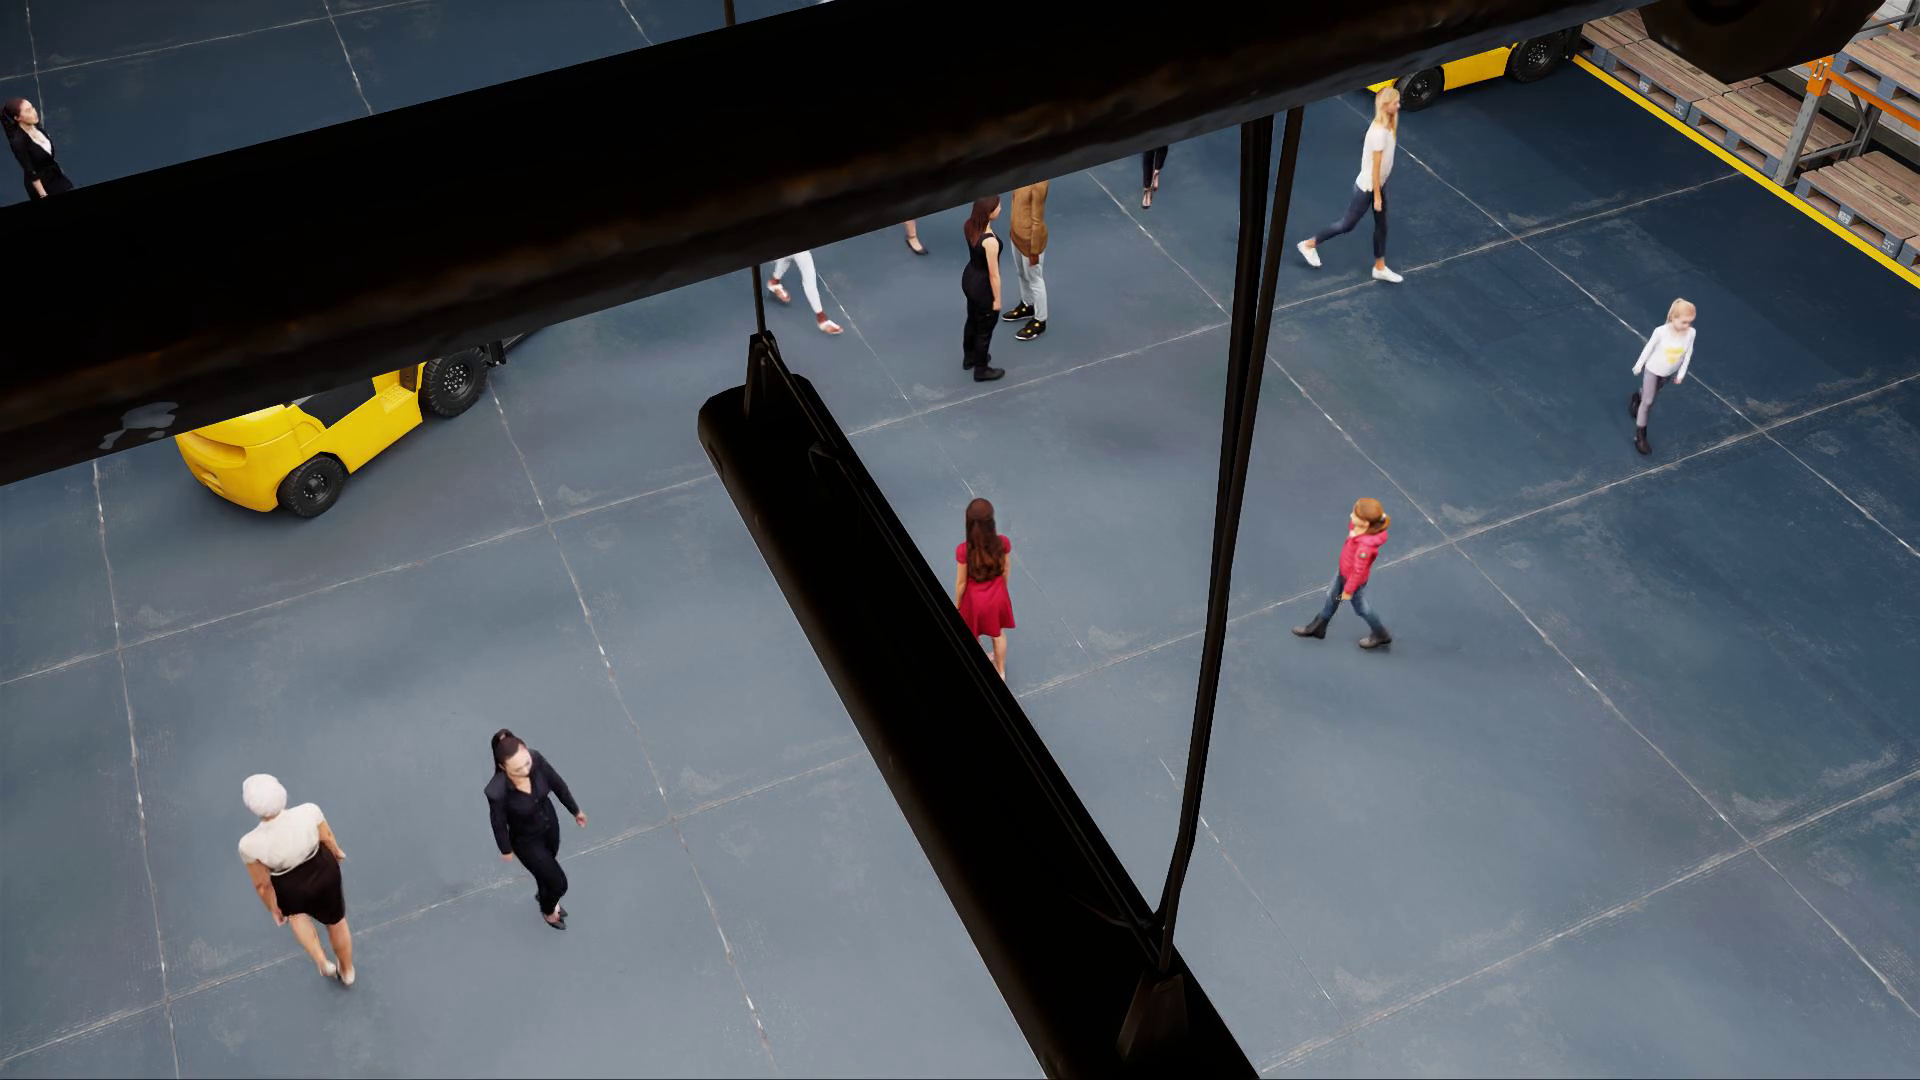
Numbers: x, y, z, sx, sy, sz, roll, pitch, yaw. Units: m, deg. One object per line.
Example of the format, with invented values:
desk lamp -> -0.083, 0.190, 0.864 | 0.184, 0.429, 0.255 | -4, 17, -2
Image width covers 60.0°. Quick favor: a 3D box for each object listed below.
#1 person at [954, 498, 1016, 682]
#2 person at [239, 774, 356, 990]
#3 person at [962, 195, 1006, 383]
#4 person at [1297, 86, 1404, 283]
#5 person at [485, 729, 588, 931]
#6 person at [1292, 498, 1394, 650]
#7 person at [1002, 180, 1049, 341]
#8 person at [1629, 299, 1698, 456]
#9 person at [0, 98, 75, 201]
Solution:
person -> 0.147, 0.353, 10.713 | 0.551, 1.551, 0.610 | -15, 46, -15
person -> -3.485, 1.909, 8.941 | 0.670, 1.743, 0.703 | -25, 49, -24
person -> 0.173, -1.988, 13.072 | 0.635, 1.687, 0.469 | -20, 47, -19
person -> 3.365, -2.986, 14.055 | 1.214, 1.775, 1.057 | 20, 47, 20
person -> -2.440, 1.616, 9.281 | 0.786, 1.698, 0.734 | 17, 46, 17
person -> 2.681, 0.249, 11.012 | 0.861, 1.289, 0.911 | 4, 44, 4
person -> 0.565, -2.479, 13.495 | 0.677, 1.814, 0.462 | -16, 46, -17
person -> 5.332, -1.351, 12.714 | 0.721, 1.258, 0.972 | -1, 44, -1
person -> -7.855, -3.013, 14.175 | 0.823, 1.650, 0.797 | 0, 44, 0
